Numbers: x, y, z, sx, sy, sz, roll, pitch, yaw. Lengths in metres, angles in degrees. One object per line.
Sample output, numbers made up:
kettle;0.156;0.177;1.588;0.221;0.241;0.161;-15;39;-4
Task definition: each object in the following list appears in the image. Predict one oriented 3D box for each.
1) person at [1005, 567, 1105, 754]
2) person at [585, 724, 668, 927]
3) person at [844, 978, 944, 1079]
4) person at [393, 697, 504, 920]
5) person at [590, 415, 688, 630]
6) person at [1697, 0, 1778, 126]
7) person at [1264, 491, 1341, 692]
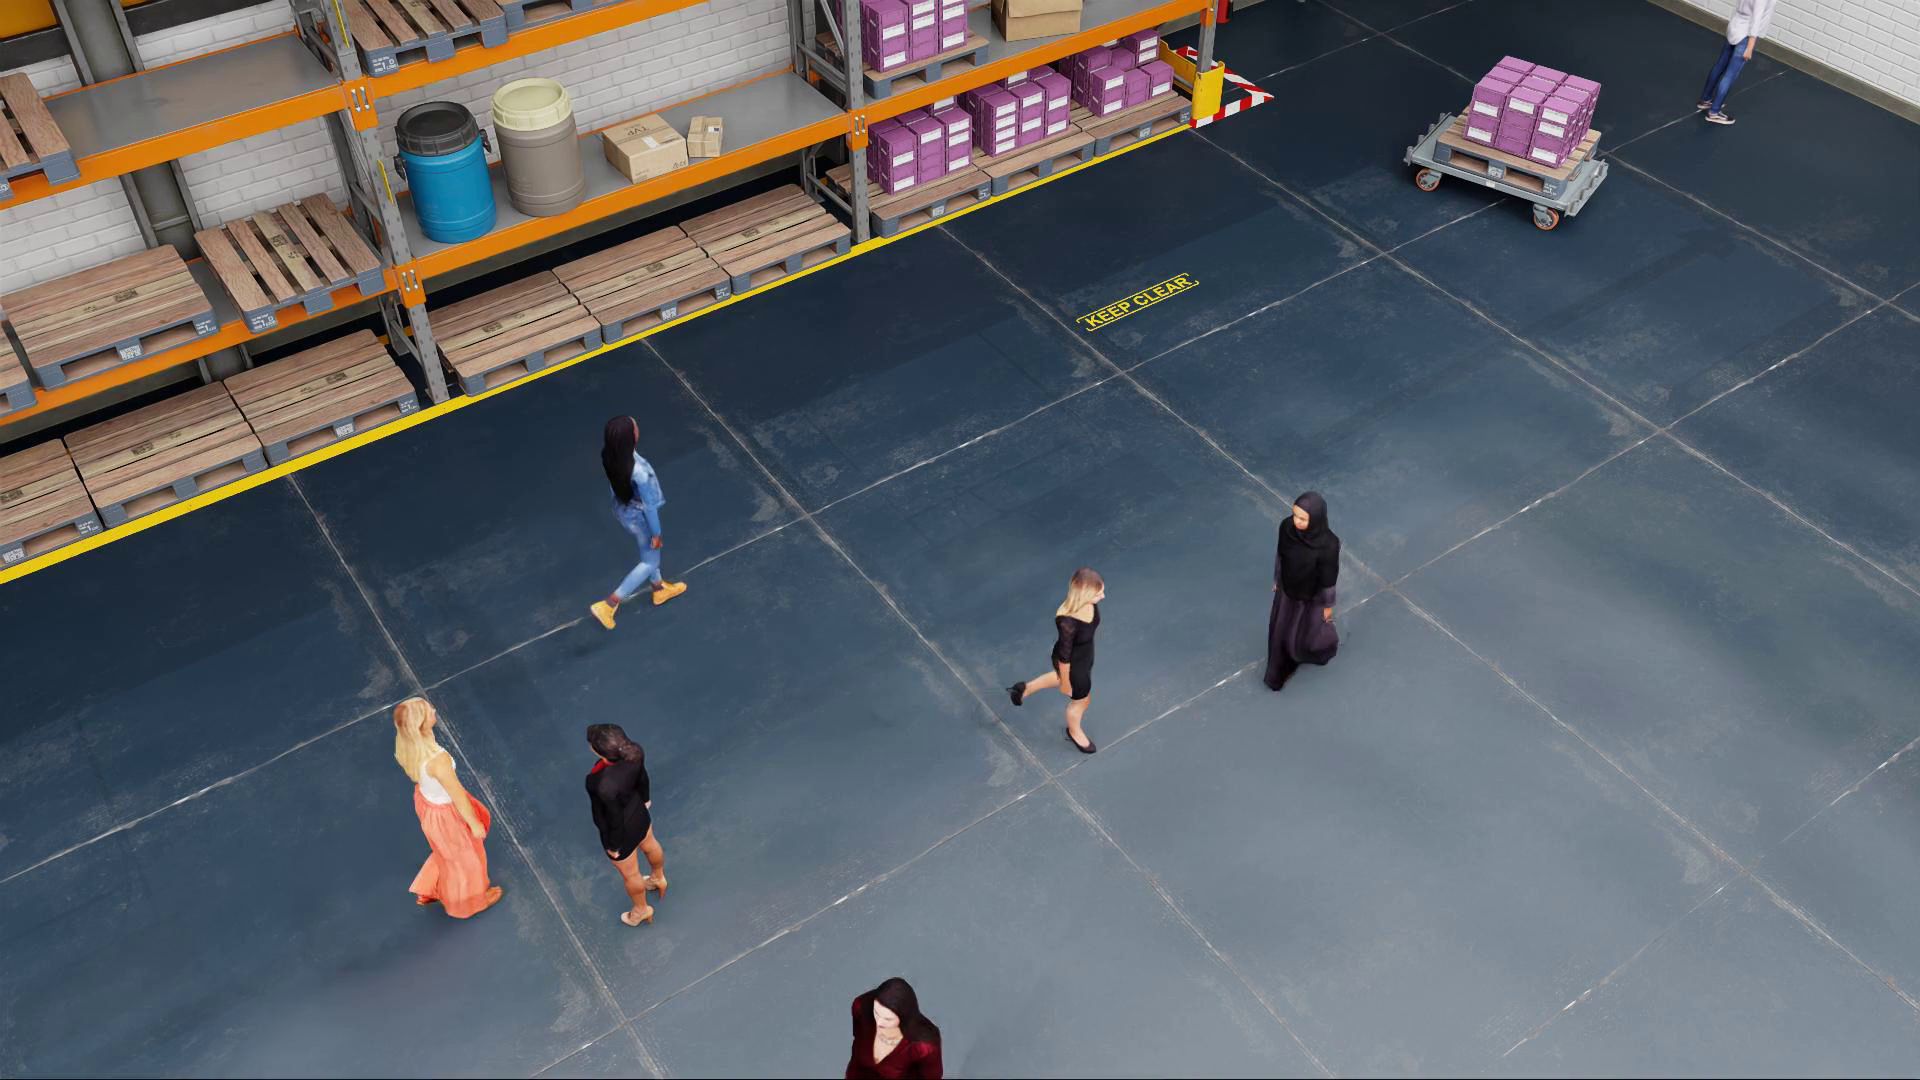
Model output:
person;0.626;0.715;10.191;0.924;1.653;0.932;15;46;15
person;-1.864;1.580;9.293;0.767;1.640;0.702;15;45;15
person;-0.267;2.587;8.160;0.779;1.745;0.787;24;49;23
person;-2.947;1.557;9.208;0.794;1.791;0.640;-28;50;-26
person;-2.213;-0.095;11.014;1.025;1.691;0.697;-33;53;-30
person;7.533;-4.897;16.039;0.787;1.713;0.749;2;44;2
person;2.258;0.285;10.682;0.681;1.600;0.842;31;52;28
